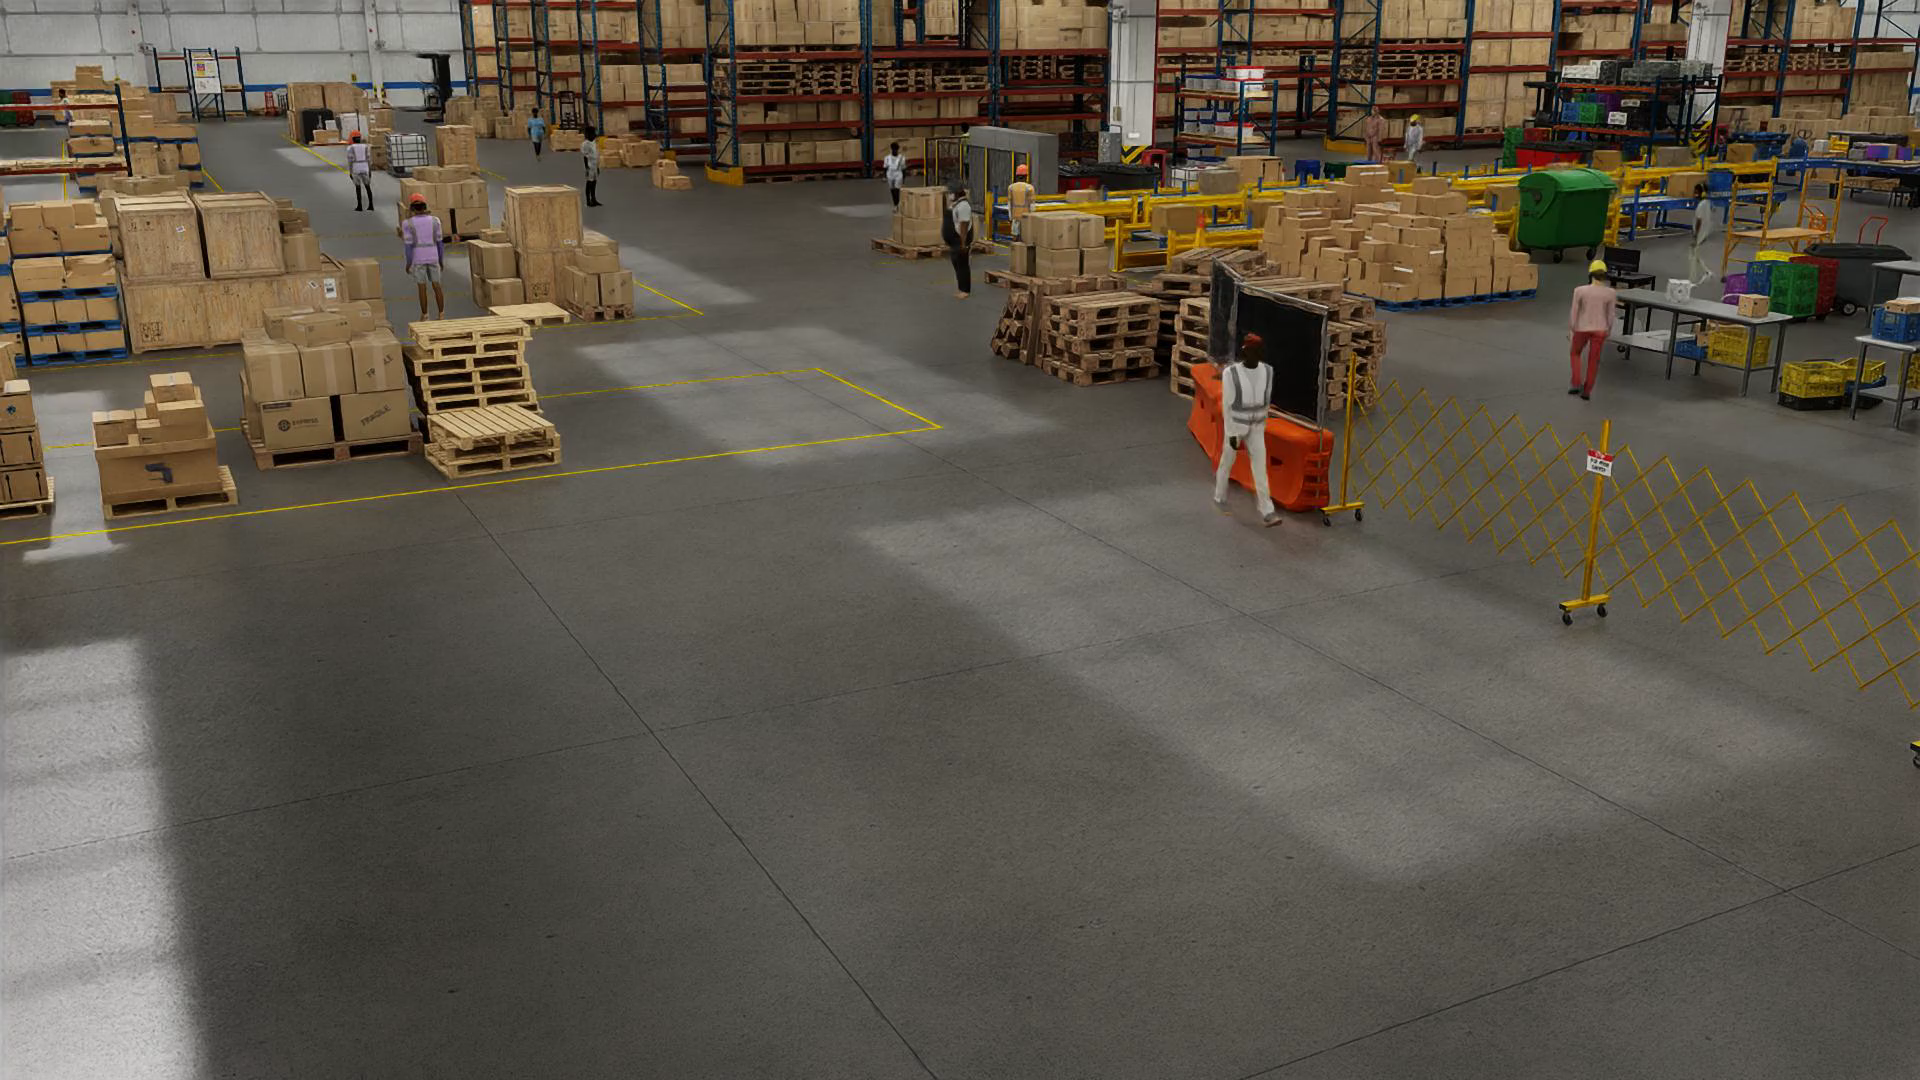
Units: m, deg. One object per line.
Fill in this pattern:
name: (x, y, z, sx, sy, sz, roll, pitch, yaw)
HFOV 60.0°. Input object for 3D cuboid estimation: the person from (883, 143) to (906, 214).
person: (-1.559, -8.689, 39.894, 0.532, 1.656, 0.873, 5, 19, 16)

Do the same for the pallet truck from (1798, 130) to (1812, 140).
pallet truck: (25.526, -11.556, 49.408, 1.630, 1.274, 0.653, -9, 20, -26)

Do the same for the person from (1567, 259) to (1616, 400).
person: (7.917, -2.655, 20.920, 0.555, 1.745, 0.551, 3, 18, 9)

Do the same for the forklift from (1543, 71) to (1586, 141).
forklift: (18.685, -13.231, 52.085, 1.873, 2.768, 1.129, -9, 20, -26)

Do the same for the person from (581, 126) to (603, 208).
person: (-9.070, -9.194, 40.969, 0.371, 1.966, 0.608, 5, 18, 15)

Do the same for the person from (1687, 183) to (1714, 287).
person: (12.956, -5.331, 29.136, 0.453, 1.840, 0.546, 15, 23, 38)

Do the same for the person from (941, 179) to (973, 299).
person: (-0.055, -5.109, 28.114, 0.536, 2.000, 0.746, -3, 18, -10)

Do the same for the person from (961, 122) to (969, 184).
person: (0.166, -10.789, 46.384, 0.320, 1.692, 0.531, -3, 18, -11)

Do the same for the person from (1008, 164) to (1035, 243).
person: (1.170, -6.084, 31.314, 0.545, 1.942, 0.354, 8, 20, 24)

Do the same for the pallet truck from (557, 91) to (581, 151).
pallet truck: (-13.495, -14.412, 57.188, 0.823, 1.965, 1.885, -3, 18, -9)

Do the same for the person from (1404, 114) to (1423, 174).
person: (13.156, -11.411, 48.130, 0.715, 1.812, 0.598, -8, 19, -23)

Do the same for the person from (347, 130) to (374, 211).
person: (-14.524, -8.938, 40.243, 0.542, 1.928, 0.399, -14, 22, -37)

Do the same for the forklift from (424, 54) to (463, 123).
forklift: (-21.812, -19.177, 70.619, 1.873, 2.768, 1.129, -9, 20, -26)

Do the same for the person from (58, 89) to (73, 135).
person: (-32.359, -15.360, 60.292, 0.394, 1.911, 0.584, -10, 20, -29)

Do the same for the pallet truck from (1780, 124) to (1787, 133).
pallet truck: (25.206, -12.542, 52.601, 1.601, 1.201, 0.680, 0, 18, -2)

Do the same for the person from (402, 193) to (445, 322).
person: (-8.271, -4.320, 25.668, 0.605, 2.034, 0.392, -13, 22, -35)

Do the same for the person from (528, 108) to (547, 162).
person: (-13.577, -13.008, 53.364, 0.537, 1.655, 0.863, -9, 20, -27)

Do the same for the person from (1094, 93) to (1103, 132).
person: (5.297, -16.363, 63.882, 0.523, 1.618, 0.634, -12, 21, -33)

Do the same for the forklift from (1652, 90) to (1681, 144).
forklift: (25.498, -15.310, 58.563, 1.873, 2.768, 1.129, -5, 19, -16)

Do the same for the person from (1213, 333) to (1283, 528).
person: (2.733, -1.043, 15.779, 0.580, 1.825, 1.025, -6, 19, -19)

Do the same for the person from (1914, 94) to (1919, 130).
person: (36.978, -16.510, 63.880, 0.615, 1.899, 0.977, 11, 21, 31)

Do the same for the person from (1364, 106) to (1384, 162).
person: (12.462, -12.122, 50.199, 0.402, 1.905, 0.657, -11, 21, -31)

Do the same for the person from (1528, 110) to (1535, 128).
person: (18.495, -13.084, 53.657, 0.374, 1.612, 0.519, -5, 19, -16)

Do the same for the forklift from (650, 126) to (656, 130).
forklift: (-12.155, -17.996, 66.939, 1.129, 2.768, 1.873, -9, 20, -26)
